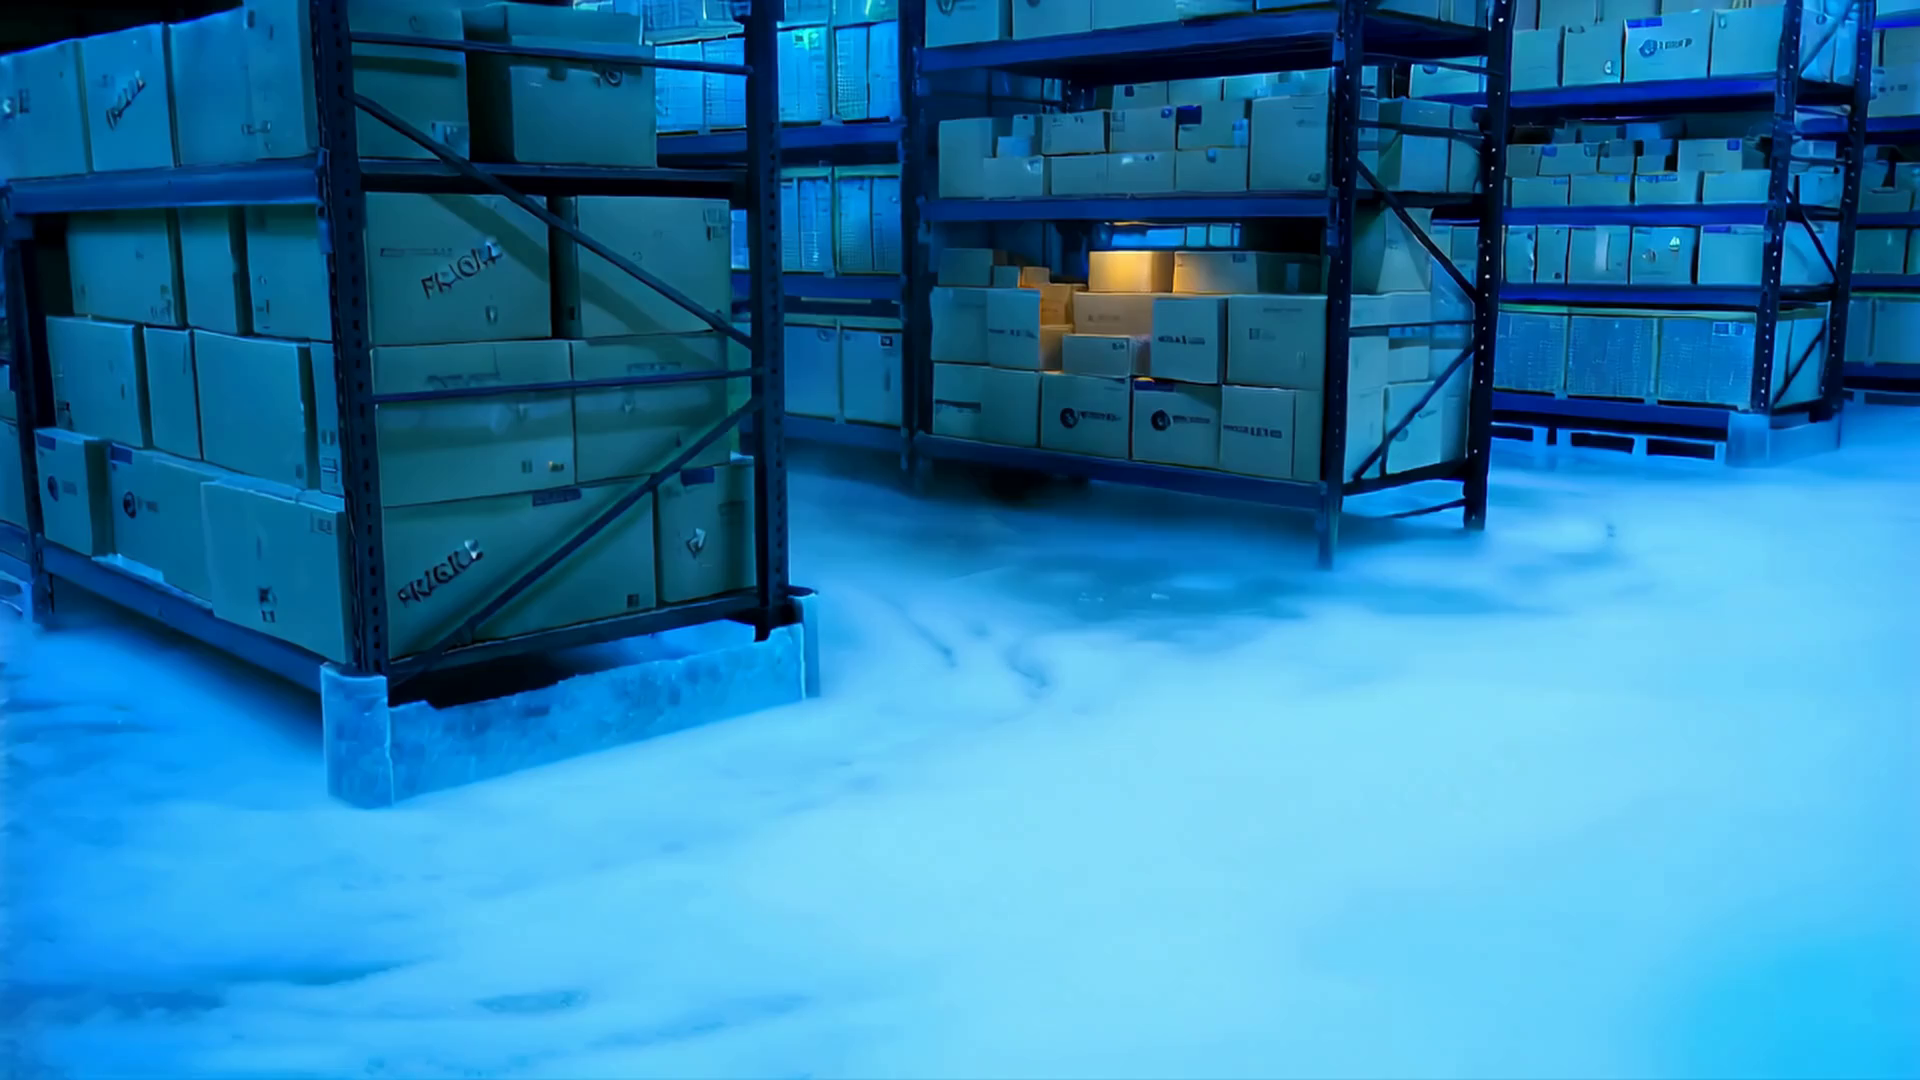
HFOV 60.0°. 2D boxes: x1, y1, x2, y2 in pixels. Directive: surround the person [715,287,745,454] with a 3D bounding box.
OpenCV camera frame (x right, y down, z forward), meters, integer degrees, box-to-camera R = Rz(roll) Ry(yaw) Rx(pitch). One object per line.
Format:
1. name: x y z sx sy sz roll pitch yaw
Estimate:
1. person: -2.068 -1.329 14.242 0.484 1.724 0.496 10 14 43
